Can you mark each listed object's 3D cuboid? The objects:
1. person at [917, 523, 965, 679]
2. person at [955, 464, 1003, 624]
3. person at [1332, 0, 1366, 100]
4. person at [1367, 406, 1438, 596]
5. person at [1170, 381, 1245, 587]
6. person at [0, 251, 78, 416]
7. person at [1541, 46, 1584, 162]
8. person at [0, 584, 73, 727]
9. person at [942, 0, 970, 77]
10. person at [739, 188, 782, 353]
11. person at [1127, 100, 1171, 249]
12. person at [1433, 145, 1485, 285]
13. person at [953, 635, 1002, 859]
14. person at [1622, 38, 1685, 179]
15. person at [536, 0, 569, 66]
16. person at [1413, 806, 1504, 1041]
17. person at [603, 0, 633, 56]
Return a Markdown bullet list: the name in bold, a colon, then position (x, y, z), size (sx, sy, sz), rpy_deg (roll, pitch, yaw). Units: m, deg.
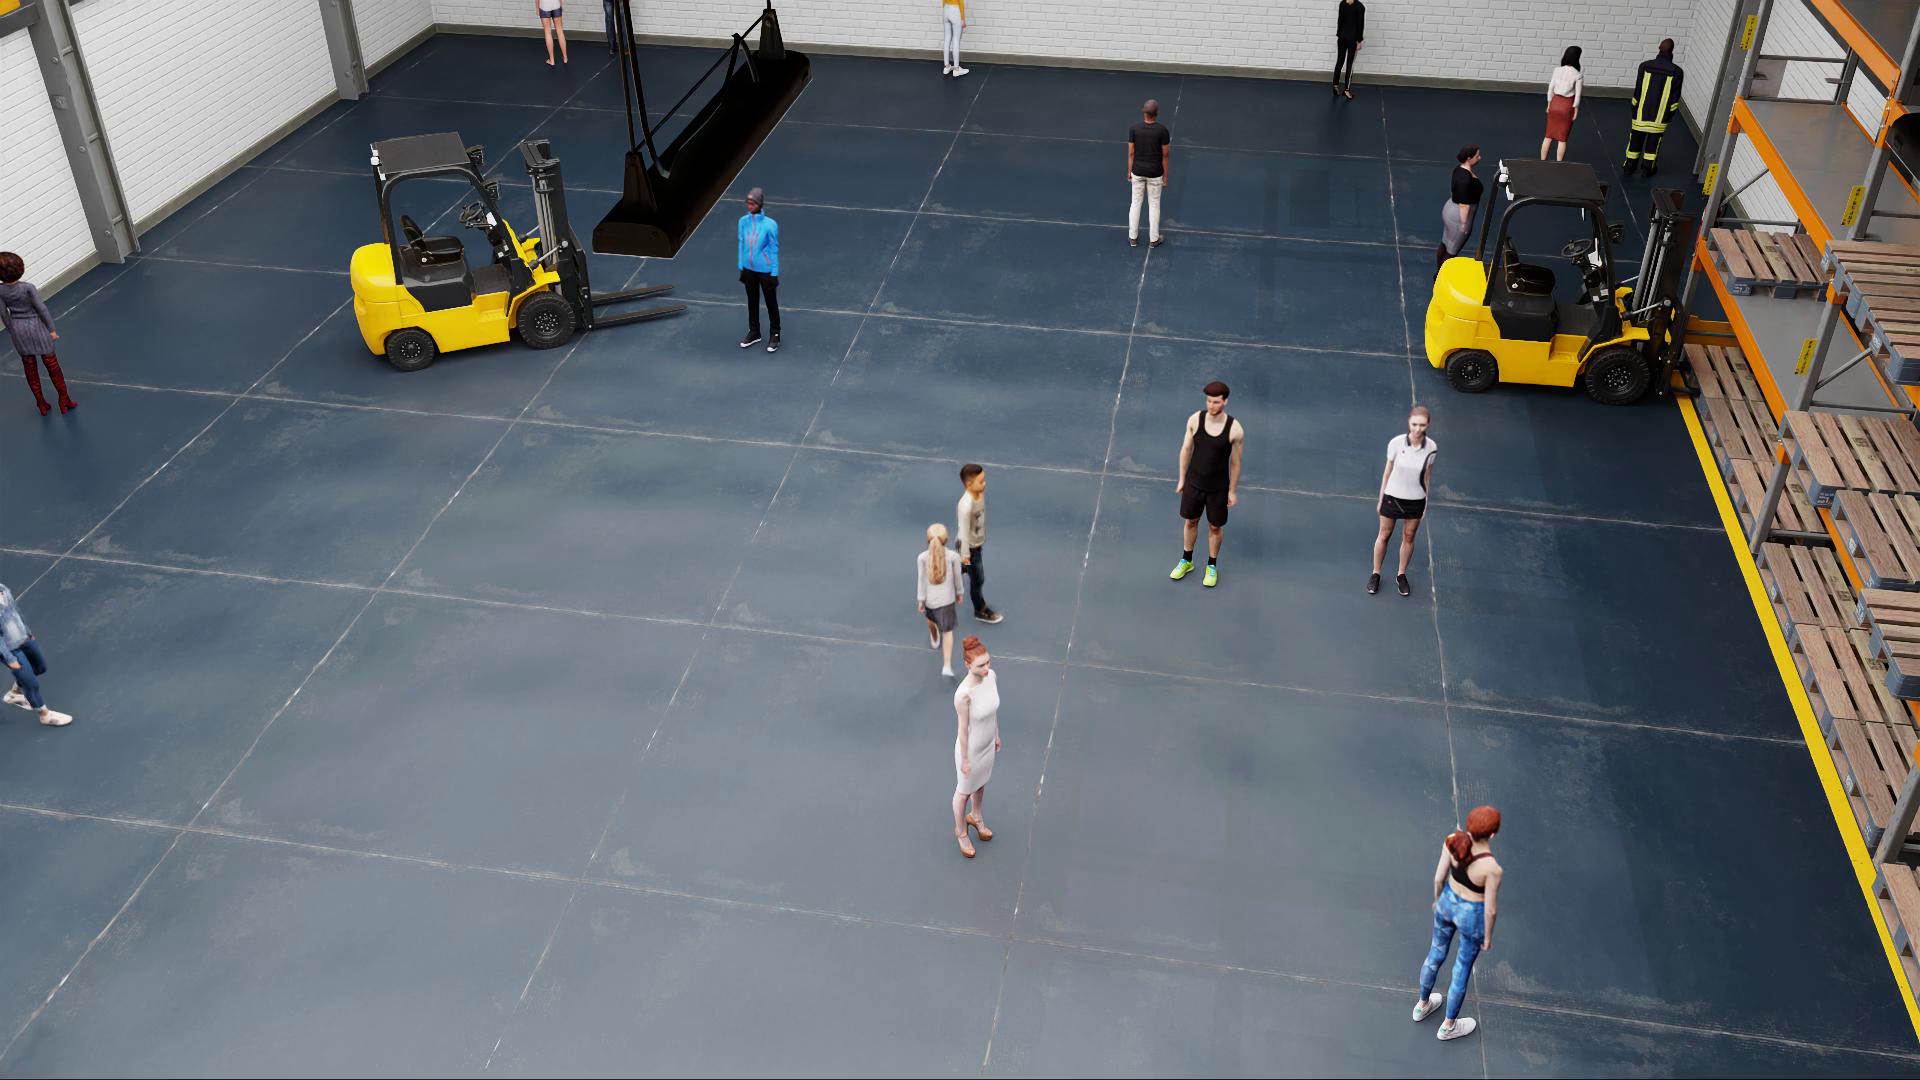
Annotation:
- **person**: position (-0.166, 0.490, 13.120), size (0.579, 1.241, 0.941), rpy_deg (3, 34, 4)
- **person**: position (0.028, 0.016, 13.649), size (0.701, 1.445, 0.867), rpy_deg (11, 35, 15)
- **person**: position (5.724, -7.368, 24.522), size (0.729, 1.707, 0.700), rpy_deg (-28, 43, -35)
- **person**: position (3.710, -0.336, 13.901), size (0.565, 1.752, 0.568), rpy_deg (4, 34, 6)
- **person**: position (2.090, -0.491, 14.009), size (0.726, 1.892, 0.660), rpy_deg (13, 36, 19)
- **person**: position (-9.234, -2.049, 16.517), size (0.648, 1.710, 0.608), rpy_deg (-4, 34, -6)
- **person**: position (7.904, -5.619, 21.851), size (0.696, 1.750, 0.672), rpy_deg (-28, 43, -35)
- **person**: position (-7.144, 0.797, 12.454), size (0.708, 1.468, 0.713), rpy_deg (-3, 34, -4)
- **person**: position (-0.113, -8.000, 25.433), size (0.680, 1.751, 0.719), rpy_deg (28, 43, 36)
- **person**: position (-2.123, -2.890, 17.708), size (0.651, 1.792, 0.600), rpy_deg (12, 36, 18)
- **person**: position (2.247, -4.395, 19.959), size (0.667, 1.805, 0.618), rpy_deg (9, 35, 13)
- **person**: position (5.634, -3.639, 18.864), size (0.750, 1.760, 0.573), rpy_deg (2, 34, 4)
- **person**: position (0.101, 1.397, 11.257), size (0.696, 1.793, 0.560), rpy_deg (22, 40, 30)
- **person**: position (9.142, -5.711, 21.925), size (0.835, 1.822, 0.803), rpy_deg (18, 37, 24)
- **person**: position (-6.378, -8.284, 25.877), size (0.683, 1.732, 0.729), rpy_deg (-18, 37, -24)
- **person**: position (2.999, 2.270, 9.950), size (0.743, 1.785, 0.687), rpy_deg (-23, 40, -30)
- **person**: position (-5.486, -8.628, 26.283), size (0.680, 1.856, 0.589), rpy_deg (9, 35, 13)
